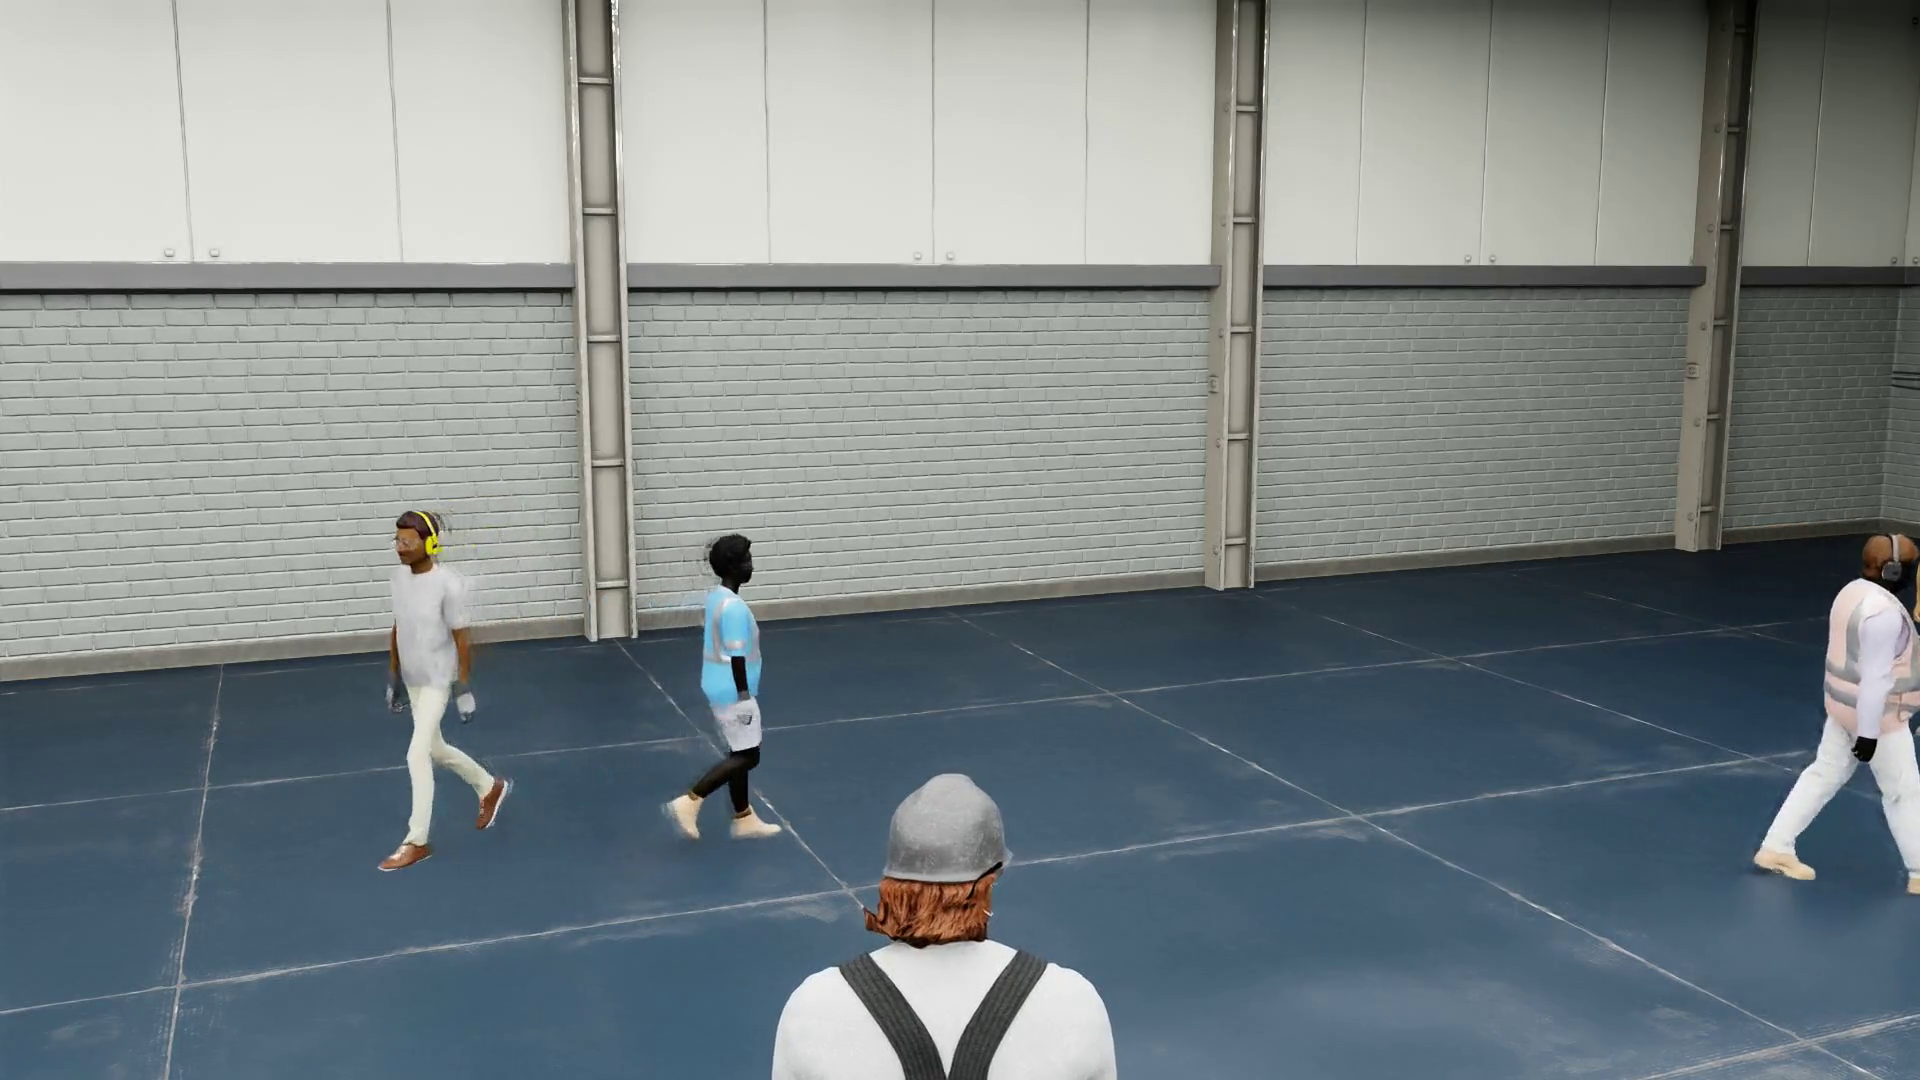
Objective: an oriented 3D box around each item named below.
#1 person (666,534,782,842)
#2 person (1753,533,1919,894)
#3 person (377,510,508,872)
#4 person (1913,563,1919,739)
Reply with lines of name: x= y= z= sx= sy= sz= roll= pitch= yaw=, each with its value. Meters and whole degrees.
person: x=-1.247 y=0.799 z=8.786 sx=0.545 sy=1.684 sz=0.546 roll=-3 pitch=9 yaw=-16
person: x=4.464 y=0.847 z=8.185 sx=0.982 sy=1.795 sz=0.640 roll=2 pitch=9 yaw=11
person: x=-2.738 y=0.735 z=8.743 sx=0.518 sy=1.847 sz=0.854 roll=6 pitch=11 yaw=35
person: x=6.462 y=0.412 z=10.750 sx=0.513 sy=1.842 sz=0.325 roll=6 pitch=11 yaw=32
